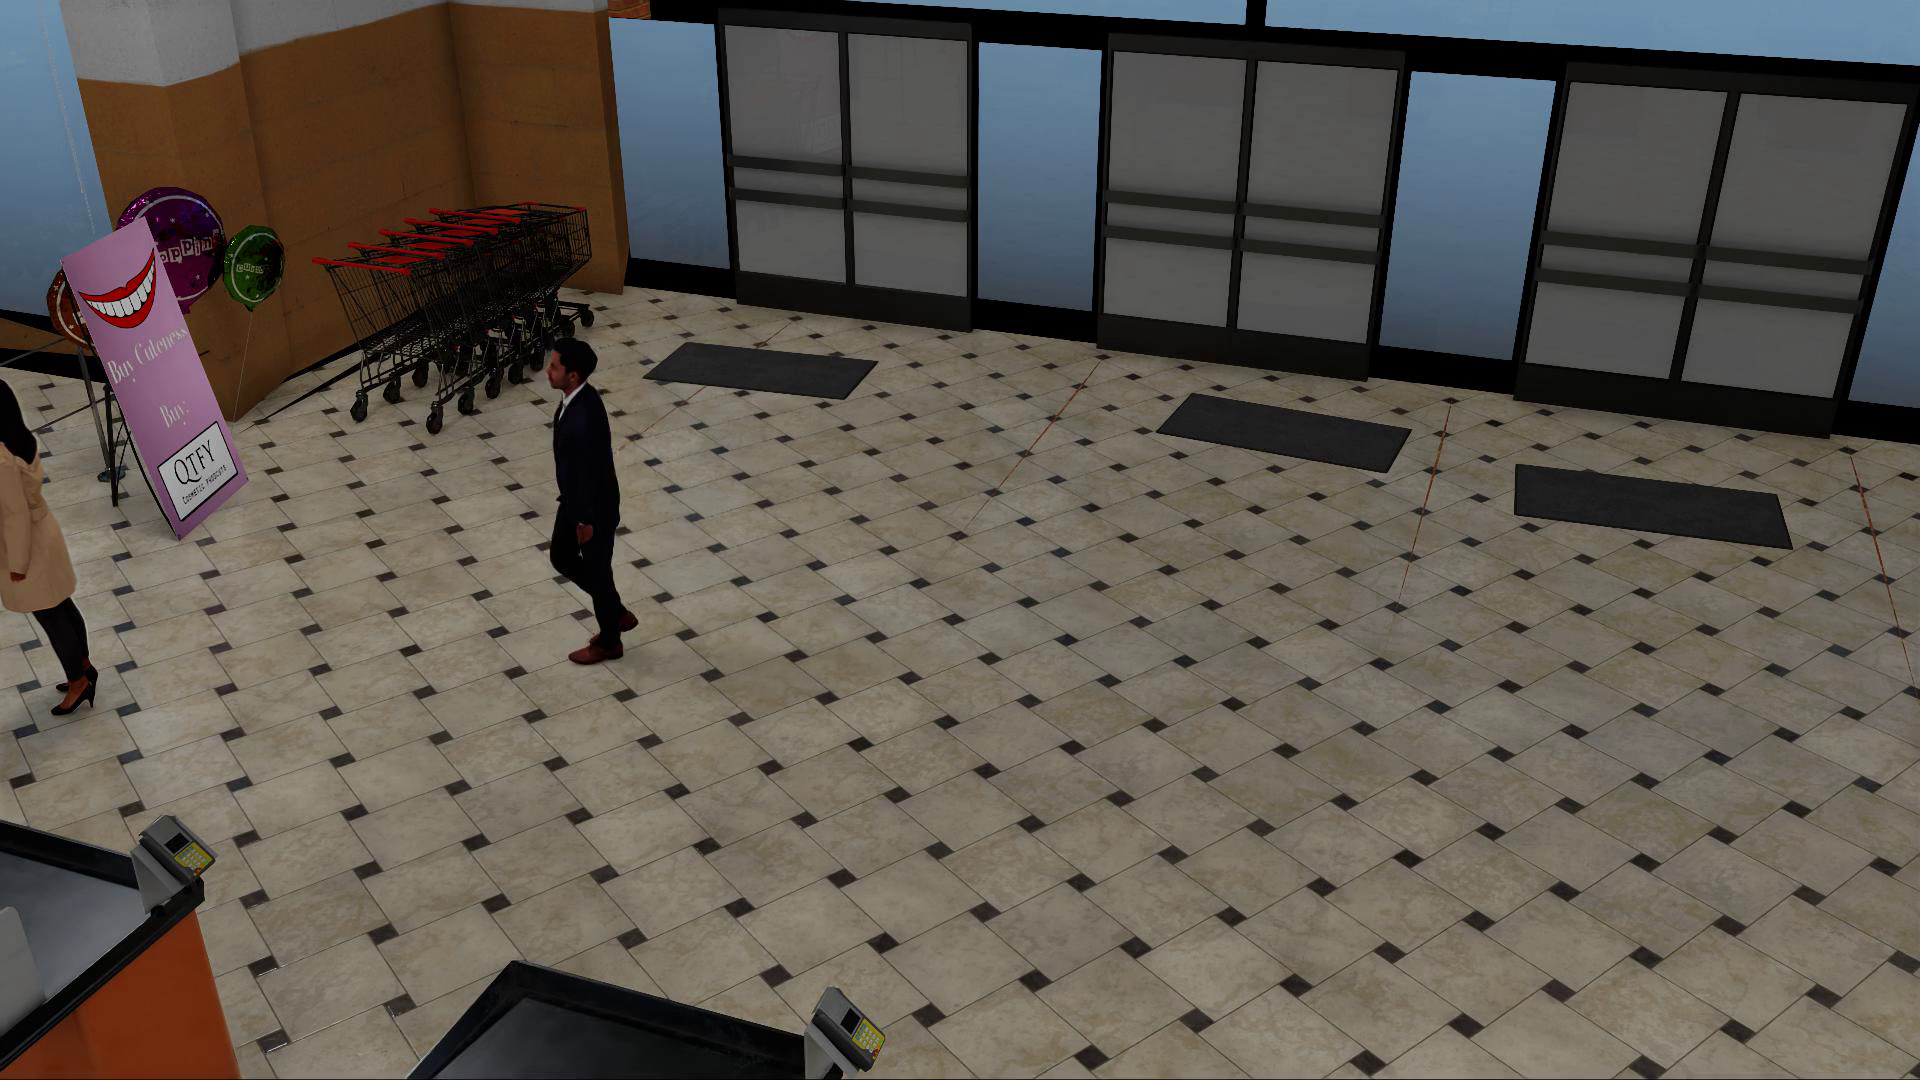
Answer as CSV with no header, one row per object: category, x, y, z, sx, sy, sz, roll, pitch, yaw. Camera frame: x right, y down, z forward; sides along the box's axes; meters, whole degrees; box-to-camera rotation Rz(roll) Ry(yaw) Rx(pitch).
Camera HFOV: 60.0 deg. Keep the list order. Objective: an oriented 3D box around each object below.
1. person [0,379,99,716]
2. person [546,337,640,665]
person,-4.302,0.034,7.712,0.784,1.681,0.681,-8,28,-15
person,-1.719,-0.181,8.089,0.836,1.722,0.763,-9,28,-17
